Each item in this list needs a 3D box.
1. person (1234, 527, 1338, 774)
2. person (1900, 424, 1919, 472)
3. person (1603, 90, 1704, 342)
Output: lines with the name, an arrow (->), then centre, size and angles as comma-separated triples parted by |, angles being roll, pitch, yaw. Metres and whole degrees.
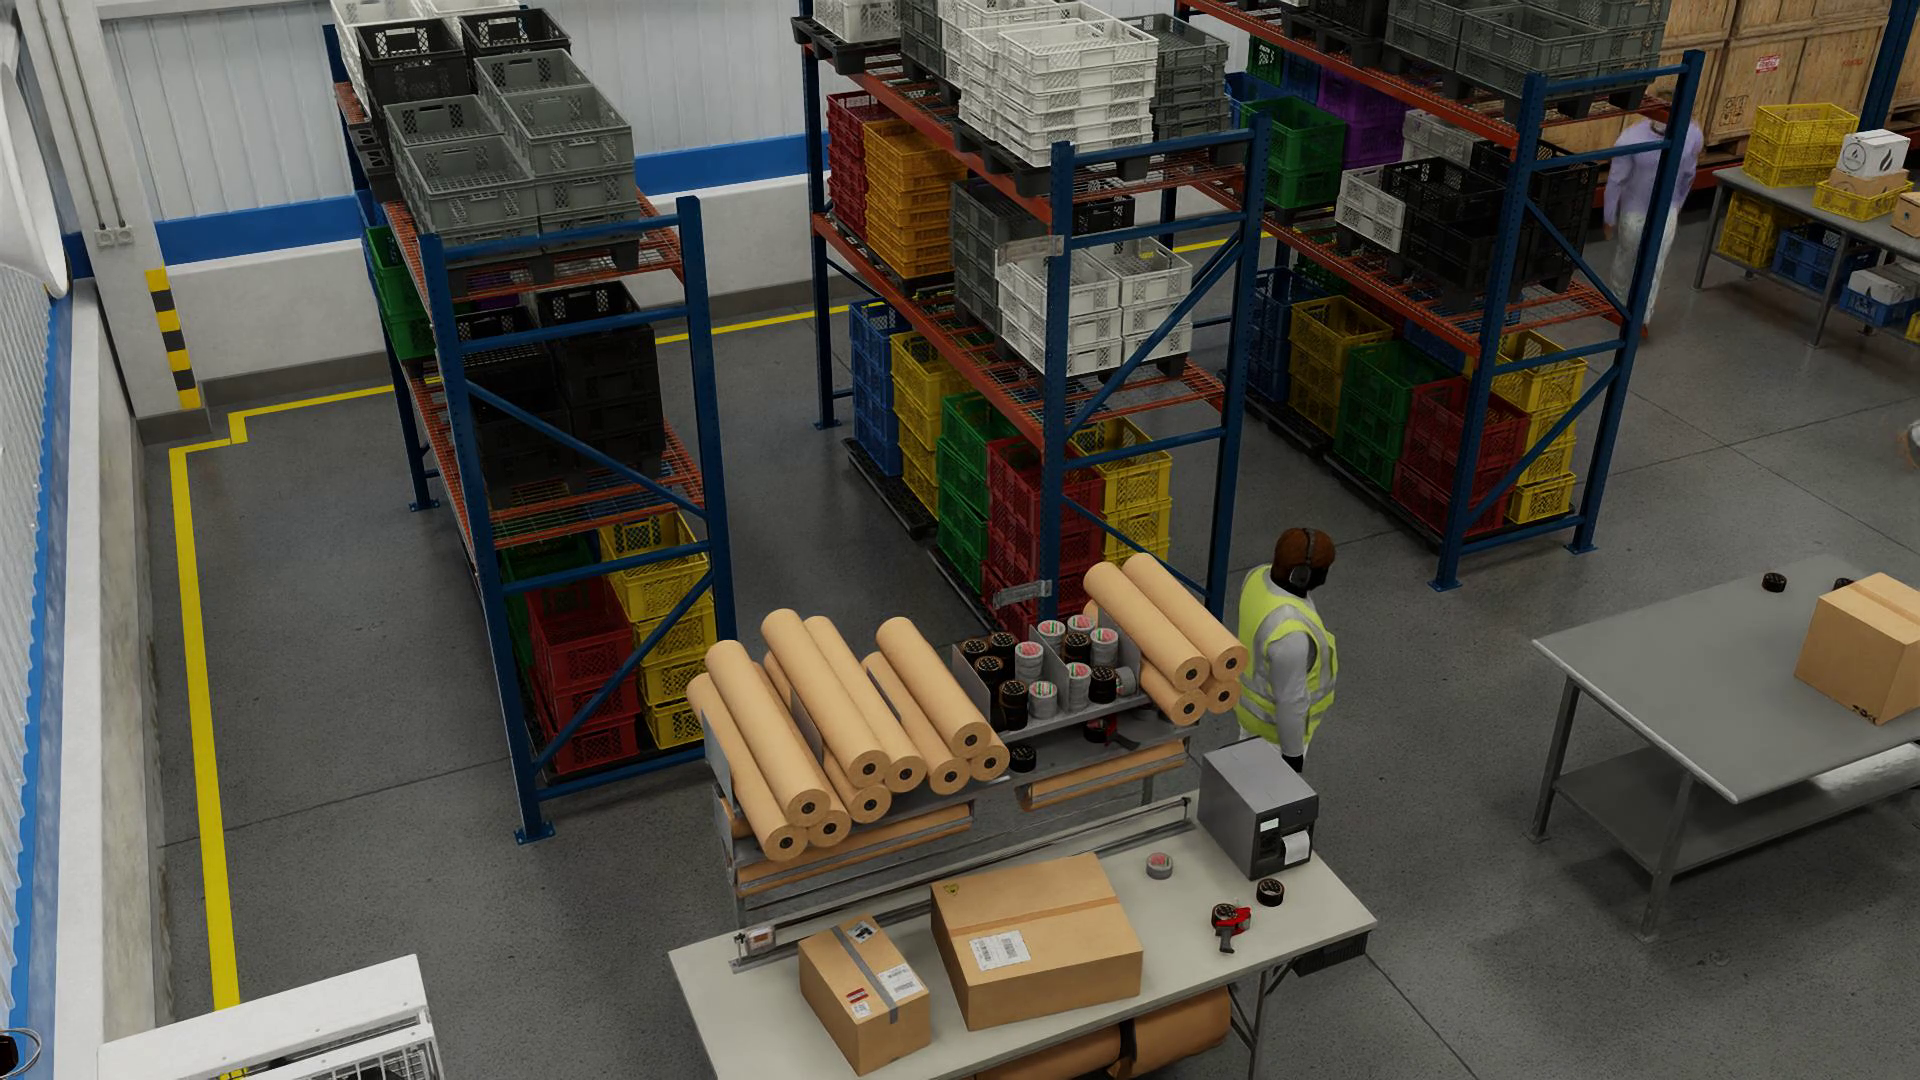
person -> 1.394, 0.751, 7.242 | 0.429, 1.839, 0.621 | -2, 32, -4
person -> 6.442, -1.197, 10.372 | 0.560, 1.875, 0.443 | -12, 33, -18
person -> 5.082, -2.424, 12.354 | 0.629, 1.883, 0.835 | 6, 32, 10
